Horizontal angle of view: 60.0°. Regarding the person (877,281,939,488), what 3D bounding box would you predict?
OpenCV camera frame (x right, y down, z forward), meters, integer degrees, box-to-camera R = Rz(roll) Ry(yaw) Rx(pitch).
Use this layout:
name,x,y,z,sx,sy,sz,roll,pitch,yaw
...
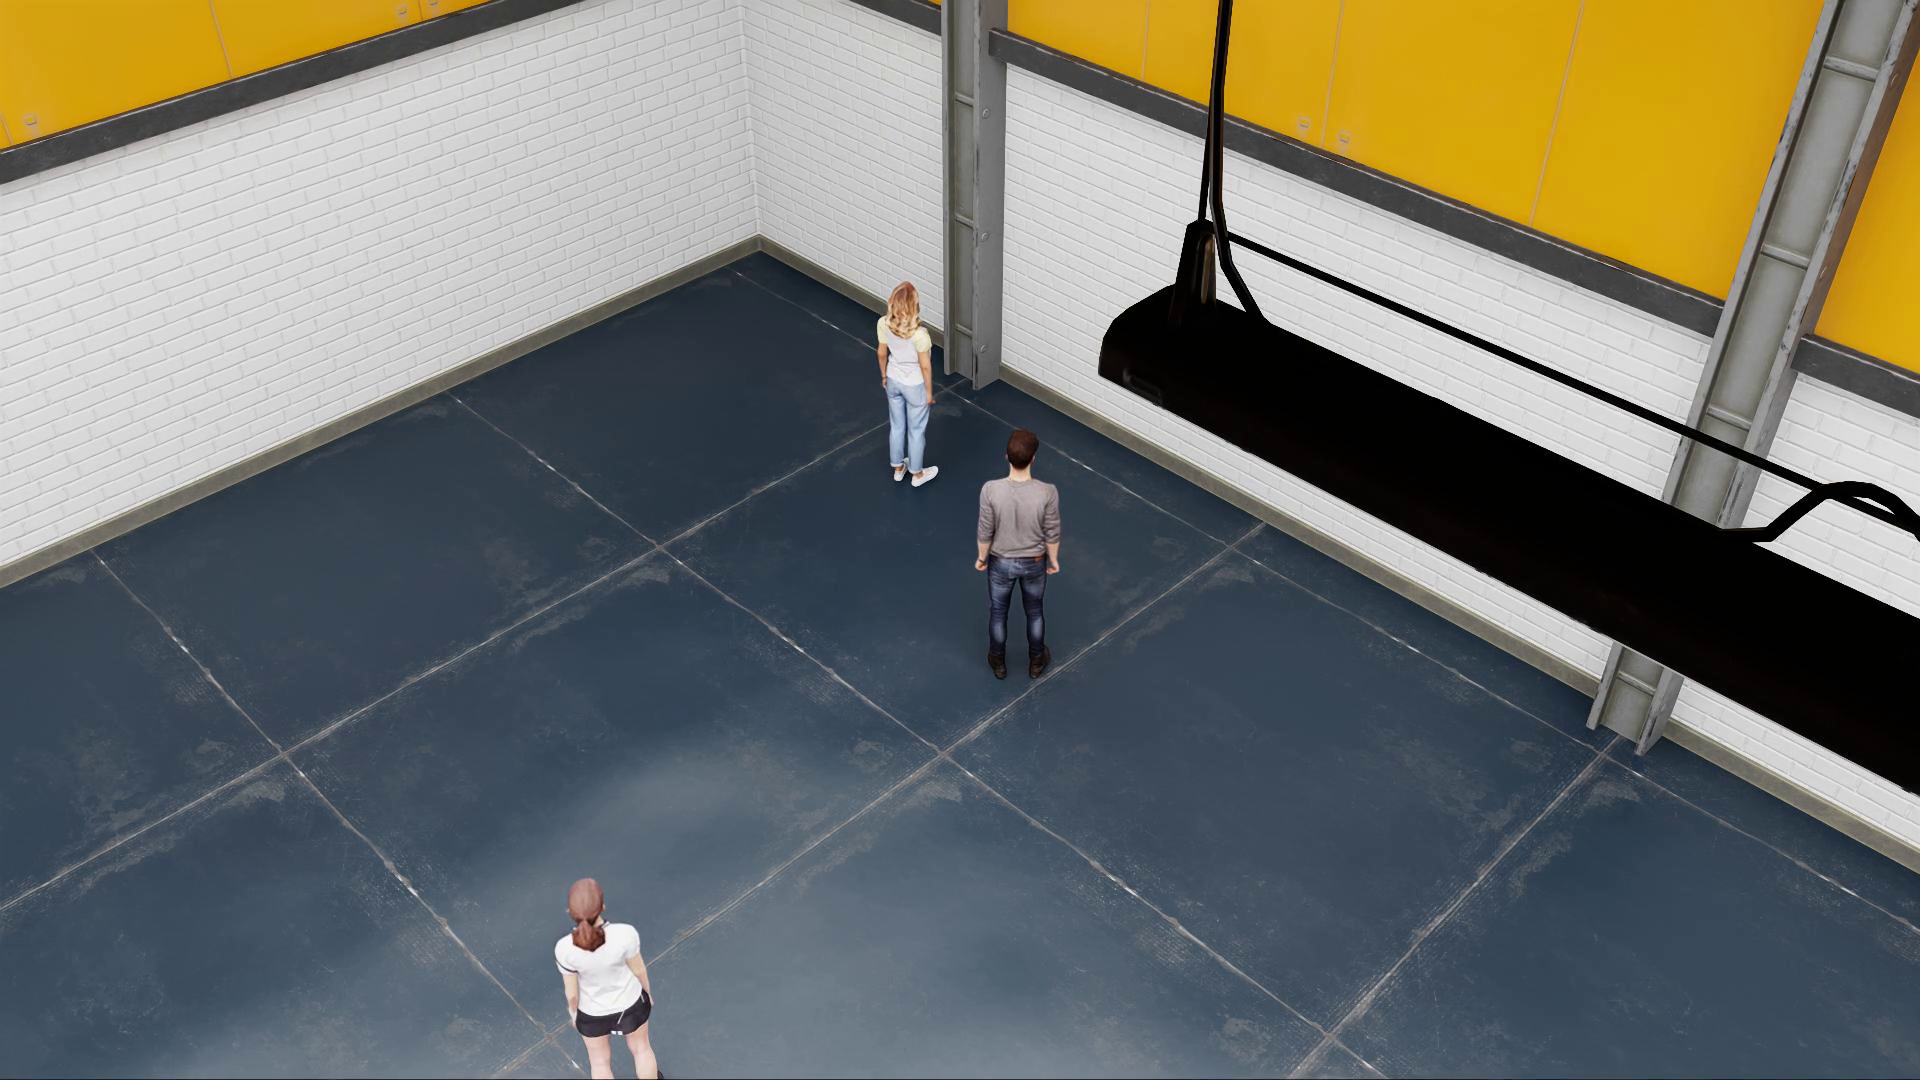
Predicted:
name,x,y,z,sx,sy,sz,roll,pitch,yaw
person,-0.396,-1.163,12.491,0.563,1.723,0.737,21,43,24

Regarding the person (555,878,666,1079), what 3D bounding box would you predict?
name,x,y,z,sx,sy,sz,roll,pitch,yaw
person,-1.717,2.280,8.157,0.652,1.752,0.684,-12,40,-15

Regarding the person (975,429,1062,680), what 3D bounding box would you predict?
name,x,y,z,sx,sy,sz,roll,pitch,yaw
person,0.371,0.123,10.737,0.766,1.903,0.834,1,39,1
